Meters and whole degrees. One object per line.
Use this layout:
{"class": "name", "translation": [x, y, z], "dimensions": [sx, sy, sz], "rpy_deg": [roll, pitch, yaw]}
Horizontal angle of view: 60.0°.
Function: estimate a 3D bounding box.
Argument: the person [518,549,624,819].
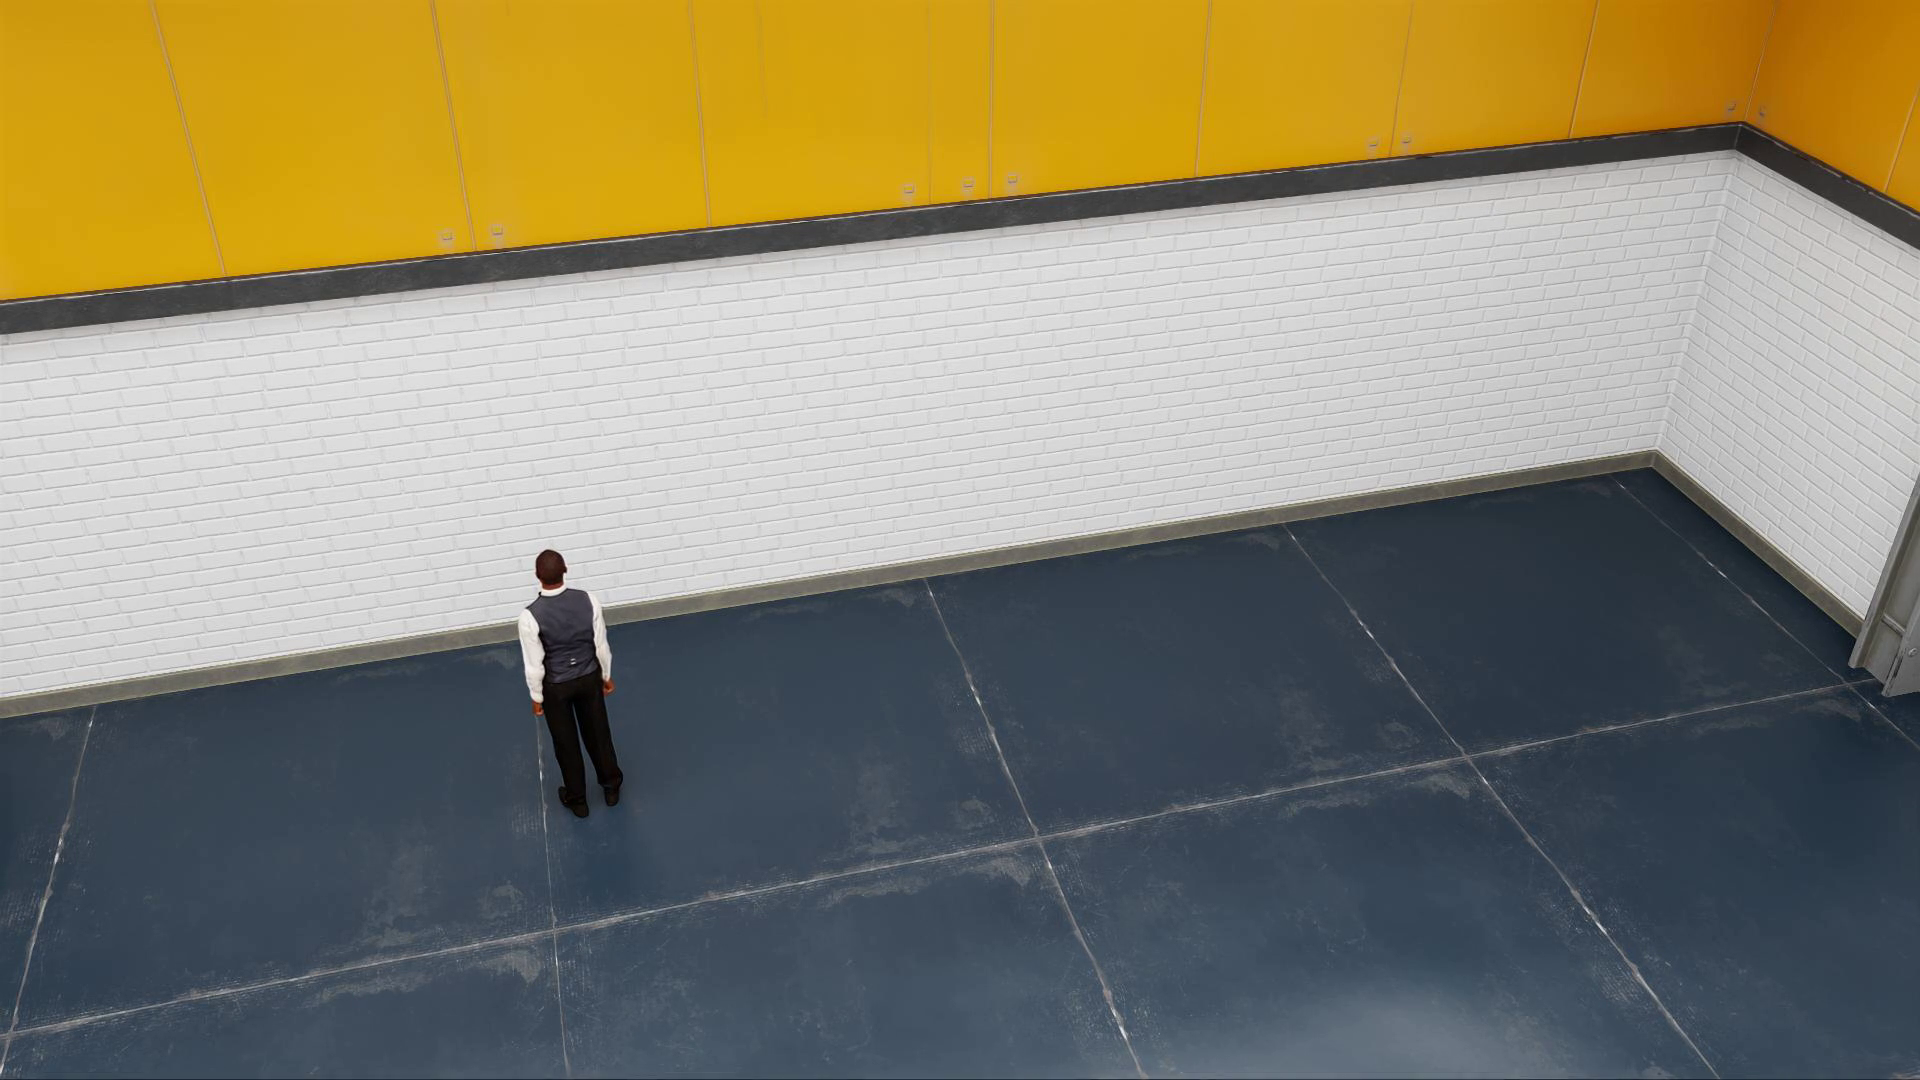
{"class": "person", "translation": [-2.402, 0.885, 10.249], "dimensions": [0.757, 1.917, 0.679], "rpy_deg": [-18, 38, -25]}
